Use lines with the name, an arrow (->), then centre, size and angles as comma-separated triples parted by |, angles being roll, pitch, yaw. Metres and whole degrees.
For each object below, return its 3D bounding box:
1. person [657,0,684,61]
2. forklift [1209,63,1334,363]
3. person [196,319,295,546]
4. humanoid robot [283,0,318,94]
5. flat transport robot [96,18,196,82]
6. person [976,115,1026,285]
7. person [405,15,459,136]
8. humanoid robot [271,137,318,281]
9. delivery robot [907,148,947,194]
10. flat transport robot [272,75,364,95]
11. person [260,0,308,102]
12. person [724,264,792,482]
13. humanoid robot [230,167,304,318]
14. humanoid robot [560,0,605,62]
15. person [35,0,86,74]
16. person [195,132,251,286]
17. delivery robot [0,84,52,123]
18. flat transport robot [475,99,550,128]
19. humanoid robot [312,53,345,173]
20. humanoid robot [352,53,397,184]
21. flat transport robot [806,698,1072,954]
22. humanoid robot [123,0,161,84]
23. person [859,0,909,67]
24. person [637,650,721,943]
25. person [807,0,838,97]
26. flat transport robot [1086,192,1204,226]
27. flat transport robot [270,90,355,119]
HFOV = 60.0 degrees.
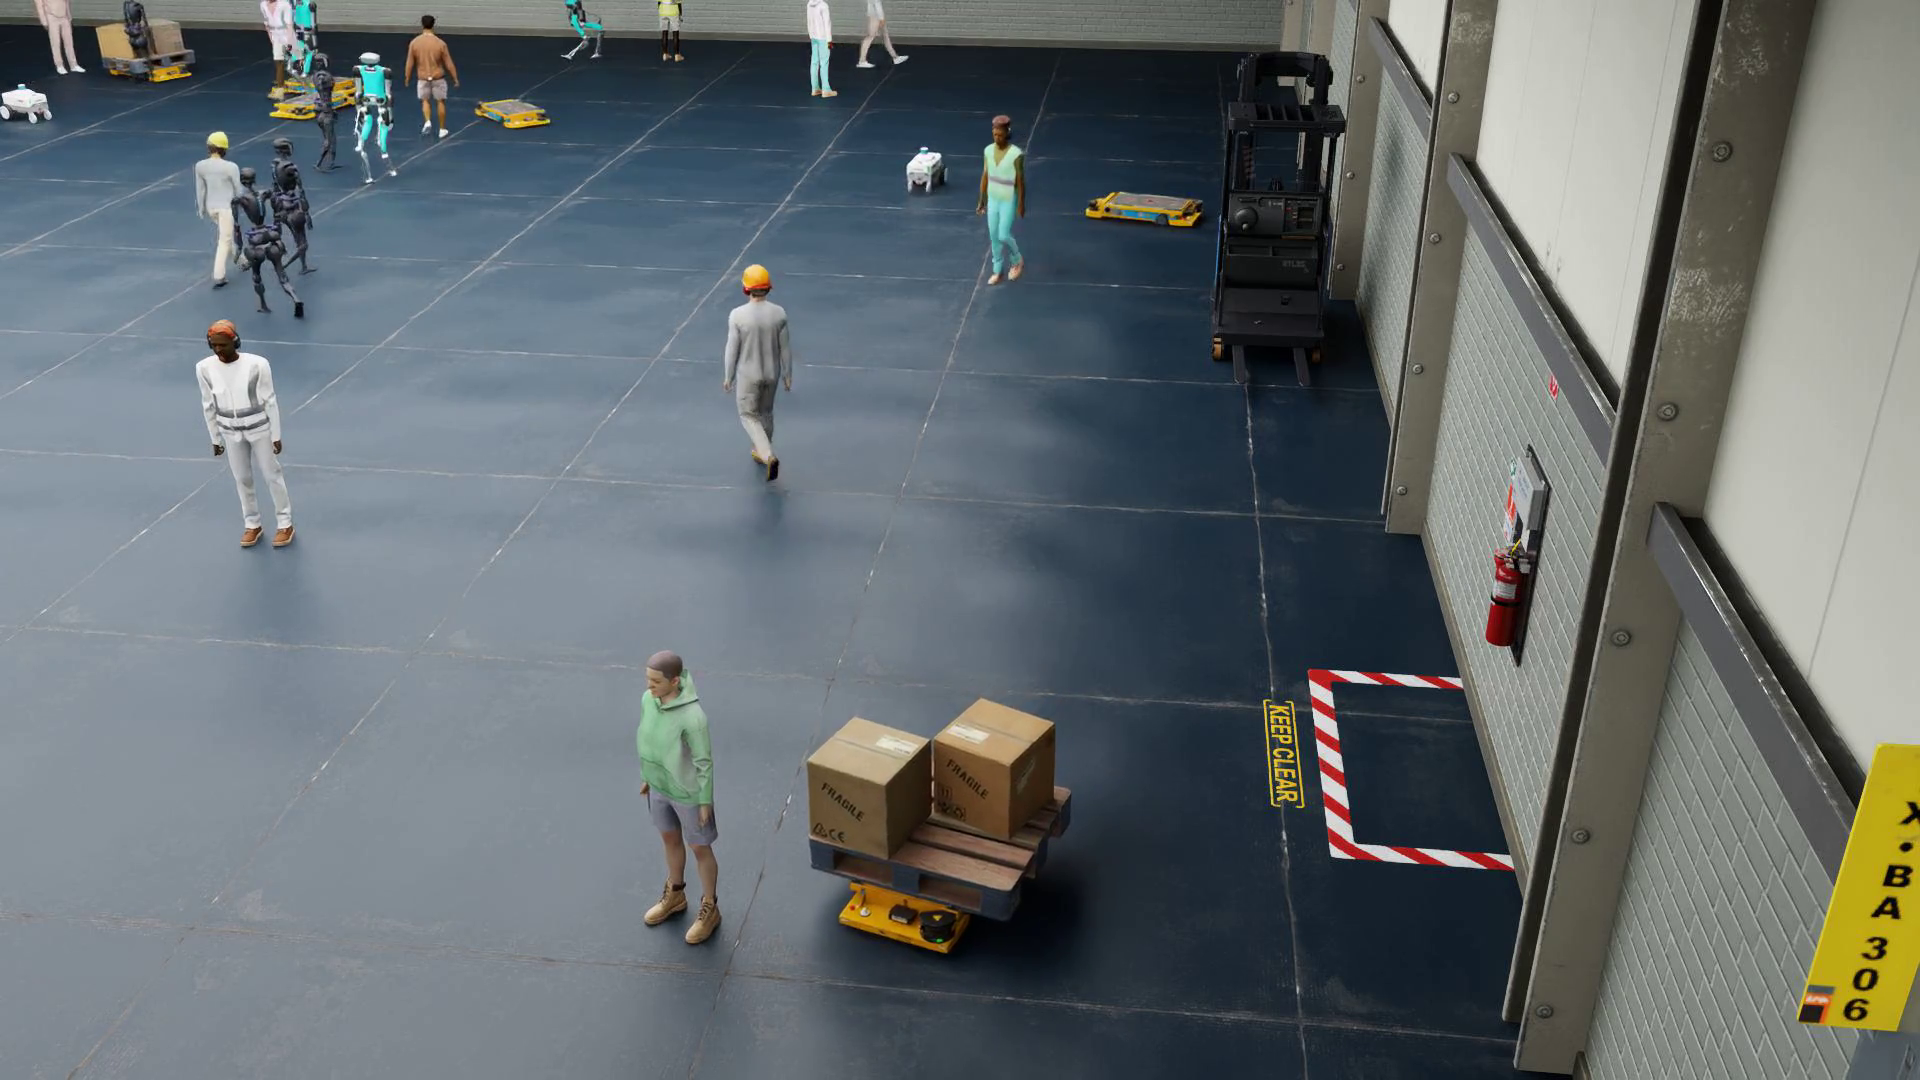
person -> -5.445, -9.874, 31.263 | 0.528, 1.688, 0.323 | 8, 28, 16
forklift -> 3.241, -3.477, 17.183 | 1.129, 2.768, 1.873 | 3, 27, 6
person -> -5.584, -0.830, 13.009 | 0.565, 1.879, 0.351 | -2, 27, -4
humanoid robot -> -11.242, -8.343, 28.266 | 0.539, 1.880, 0.753 | 12, 29, 22
flat transport robot -> -14.670, -8.497, 30.102 | 1.431, 0.231, 0.659 | 16, 31, 28
person -> 0.482, -3.870, 18.977 | 0.506, 1.962, 0.474 | 17, 31, 31
person -> -8.163, -7.145, 25.657 | 0.818, 1.830, 0.553 | -4, 27, -7
humanoid robot -> -7.802, -3.826, 19.229 | 0.611, 1.639, 0.613 | 18, 32, 32
delivery robot -> -0.489, -5.143, 23.079 | 0.499, 0.587, 0.785 | 6, 27, 12
flat transport robot -> -11.133, -7.876, 28.861 | 1.431, 0.231, 0.659 | 8, 28, 15
person -> -11.472, -8.448, 28.114 | 0.598, 1.963, 1.072 | 5, 27, 10
person -> -1.700, -1.419, 14.186 | 0.571, 1.876, 0.773 | -15, 30, -27
humanoid robot -> -7.540, -3.205, 18.006 | 0.748, 1.632, 0.602 | 19, 33, 34
humanoid robot -> -7.015, -9.765, 31.011 | 1.047, 1.735, 0.542 | -20, 33, -34
person -> -16.367, -9.435, 30.168 | 0.399, 1.898, 0.648 | 12, 29, 23
person -> -8.511, -3.839, 19.199 | 0.521, 1.701, 0.946 | 6, 27, 12
delivery robot -> -15.146, -7.059, 26.932 | 0.803, 0.614, 0.499 | 13, 29, 24
flat transport robot -> -7.249, -6.900, 26.914 | 0.659, 0.231, 1.431 | -19, 32, -33
humanoid robot -> -9.123, -6.108, 23.766 | 0.467, 1.648, 0.613 | -5, 27, -10
humanoid robot -> -8.195, -5.828, 23.182 | 0.556, 1.777, 0.927 | 0, 27, -1
flat transport robot -> -0.083, 1.801, 9.544 | 0.659, 0.231, 1.431 | 11, 29, 21
humanoid robot -> -14.519, -8.902, 29.353 | 0.594, 1.666, 0.412 | 14, 30, 26
person -> -1.447, -9.651, 30.666 | 0.983, 1.826, 0.544 | 0, 27, -1
person -> -1.488, 1.340, 8.817 | 0.471, 1.743, 0.336 | 18, 32, 32
person -> -2.382, -8.542, 28.353 | 0.498, 1.916, 0.373 | 22, 34, 37
flat transport robot -> 2.430, -4.339, 21.800 | 1.431, 0.231, 0.659 | 10, 28, 19
flat transport robot -> -10.680, -7.206, 27.525 | 0.659, 0.231, 1.431 | 9, 28, 17
